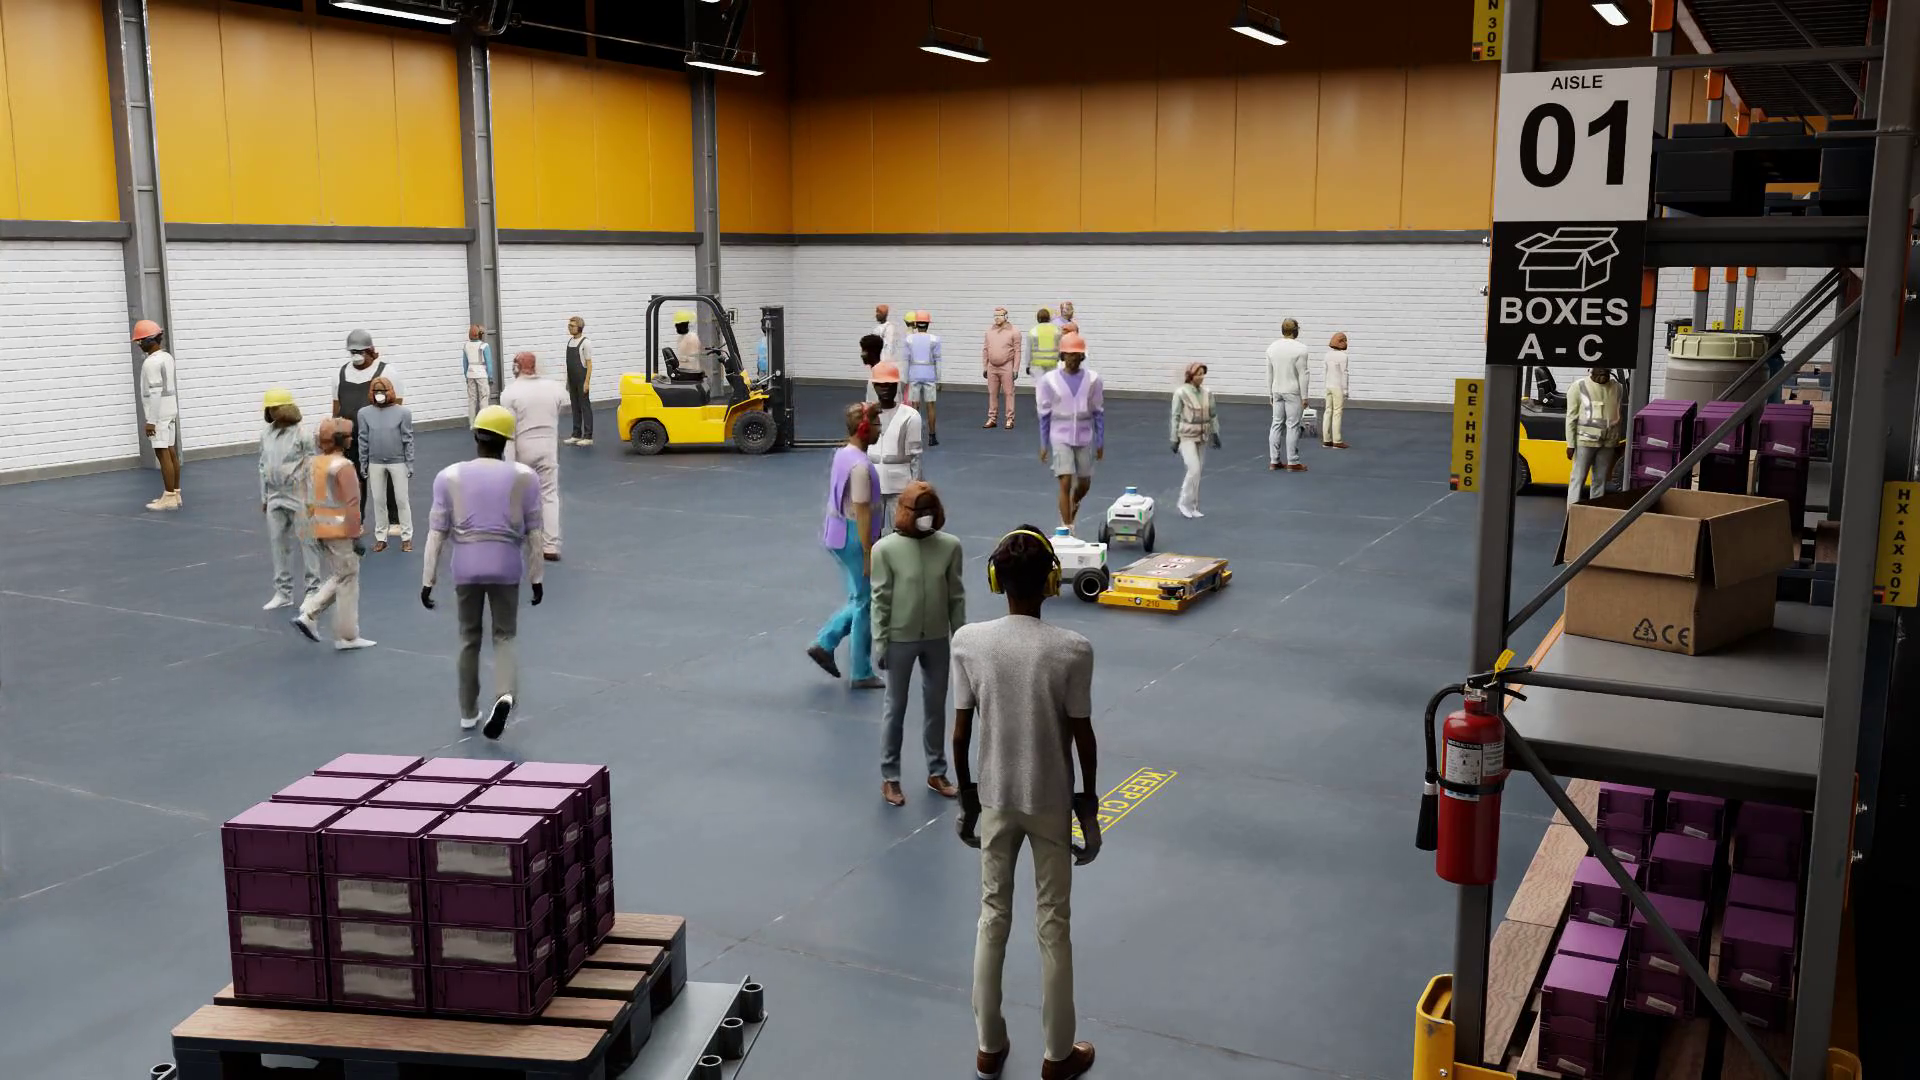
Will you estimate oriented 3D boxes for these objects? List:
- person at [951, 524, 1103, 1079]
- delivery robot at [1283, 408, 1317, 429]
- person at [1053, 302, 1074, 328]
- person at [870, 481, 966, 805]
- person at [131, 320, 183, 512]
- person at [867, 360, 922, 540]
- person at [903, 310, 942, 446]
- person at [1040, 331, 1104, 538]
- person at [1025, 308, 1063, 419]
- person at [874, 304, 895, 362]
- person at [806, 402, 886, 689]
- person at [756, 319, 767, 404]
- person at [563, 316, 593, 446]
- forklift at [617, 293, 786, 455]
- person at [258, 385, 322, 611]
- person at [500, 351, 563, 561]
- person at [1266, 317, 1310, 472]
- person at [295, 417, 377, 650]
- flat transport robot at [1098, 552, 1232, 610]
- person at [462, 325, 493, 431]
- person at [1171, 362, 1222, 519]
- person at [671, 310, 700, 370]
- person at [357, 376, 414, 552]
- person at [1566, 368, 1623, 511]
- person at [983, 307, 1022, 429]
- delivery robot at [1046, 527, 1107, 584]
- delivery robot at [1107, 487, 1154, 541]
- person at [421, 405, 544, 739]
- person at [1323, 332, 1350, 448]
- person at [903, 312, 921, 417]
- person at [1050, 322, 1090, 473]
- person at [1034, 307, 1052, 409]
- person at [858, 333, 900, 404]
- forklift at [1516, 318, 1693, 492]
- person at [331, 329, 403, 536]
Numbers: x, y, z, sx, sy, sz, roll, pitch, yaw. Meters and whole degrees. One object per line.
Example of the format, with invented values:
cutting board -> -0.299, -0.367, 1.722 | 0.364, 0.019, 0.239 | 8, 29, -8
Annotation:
person -> 0.225, 0.876, 5.494 | 0.511, 1.873, 0.328 | 3, 10, 18
delivery robot -> 5.054, -1.880, 24.987 | 0.477, 0.478, 0.707 | -4, 11, -20
person -> 1.829, -3.144, 28.665 | 0.409, 1.906, 0.651 | 6, 11, 29
person -> -0.212, 0.509, 8.325 | 0.495, 1.627, 0.271 | -4, 11, -24
person -> -8.590, -1.331, 17.795 | 0.382, 2.037, 0.606 | -2, 10, -11
person -> -0.566, -0.405, 12.703 | 0.552, 1.942, 0.341 | 2, 10, 11
person -> -0.532, -2.308, 23.741 | 0.552, 1.933, 0.372 | 1, 10, 4
person -> 1.043, -0.958, 15.675 | 0.622, 2.021, 0.841 | -1, 10, -9
person -> 1.390, -2.908, 27.502 | 0.656, 1.831, 0.429 | -1, 10, -5
person -> -1.308, -3.057, 28.260 | 0.374, 1.877, 0.640 | -5, 11, -28
person -> -0.658, 0.048, 10.428 | 0.453, 1.830, 0.561 | -2, 10, -11
person -> -3.161, -2.820, 27.393 | 0.535, 1.699, 0.318 | 9, 13, 42
person -> -5.459, -2.268, 23.773 | 0.508, 1.847, 0.345 | 8, 13, 39
forklift -> -3.588, -2.317, 23.042 | 2.313, 2.155, 1.214 | -1, 10, -5
person -> -5.164, -0.317, 12.772 | 0.491, 1.742, 0.321 | 2, 10, 14
person -> -3.923, -0.767, 15.023 | 0.646, 1.862, 0.953 | -8, 13, -40
person -> 4.130, -1.824, 20.930 | 0.372, 1.940, 0.629 | -9, 13, -41
person -> -4.305, -0.029, 11.447 | 0.417, 1.630, 0.526 | -8, 13, -40
flat transport robot -> 1.672, 0.316, 13.364 | 0.652, 0.197, 1.431 | 5, 11, 25
person -> -7.422, -2.489, 25.641 | 0.512, 1.642, 0.312 | 4, 11, 22
person -> 2.449, -1.022, 17.211 | 0.517, 1.622, 0.421 | -7, 12, -36
person -> -4.121, -2.414, 24.405 | 0.652, 1.909, 0.621 | -6, 11, -29
person -> -5.265, -0.692, 15.287 | 0.501, 1.625, 0.282 | -1, 10, -4
person -> 6.209, -0.964, 16.257 | 0.599, 1.830, 0.403 | -2, 10, -11
person -> 0.634, -2.688, 26.025 | 0.644, 1.908, 0.408 | 5, 11, 25
delivery robot -> 0.816, 0.141, 13.285 | 0.707, 0.478, 0.477 | 1, 10, 6
delivery robot -> 1.600, -0.255, 15.553 | 0.477, 0.478, 0.707 | 3, 9, 15
person -> -2.708, 0.192, 9.424 | 0.697, 1.888, 0.689 | -2, 10, -13
person -> 5.313, -2.110, 23.466 | 0.284, 1.634, 0.498 | -4, 11, -22
person -> -0.805, -2.918, 27.753 | 0.298, 1.772, 0.533 | -1, 10, -6
person -> 1.395, -1.781, 20.828 | 0.356, 1.887, 0.573 | -6, 11, -31
person -> 1.498, -3.208, 29.337 | 0.411, 1.804, 0.595 | -1, 10, -4
person -> -0.764, -1.205, 17.450 | 0.939, 1.920, 0.609 | 0, 10, -1
forklift -> 7.066, -1.601, 18.899 | 2.313, 2.155, 1.214 | 5, 11, 27
person -> -5.744, -1.036, 16.075 | 0.691, 2.000, 0.537 | 0, 10, 1
